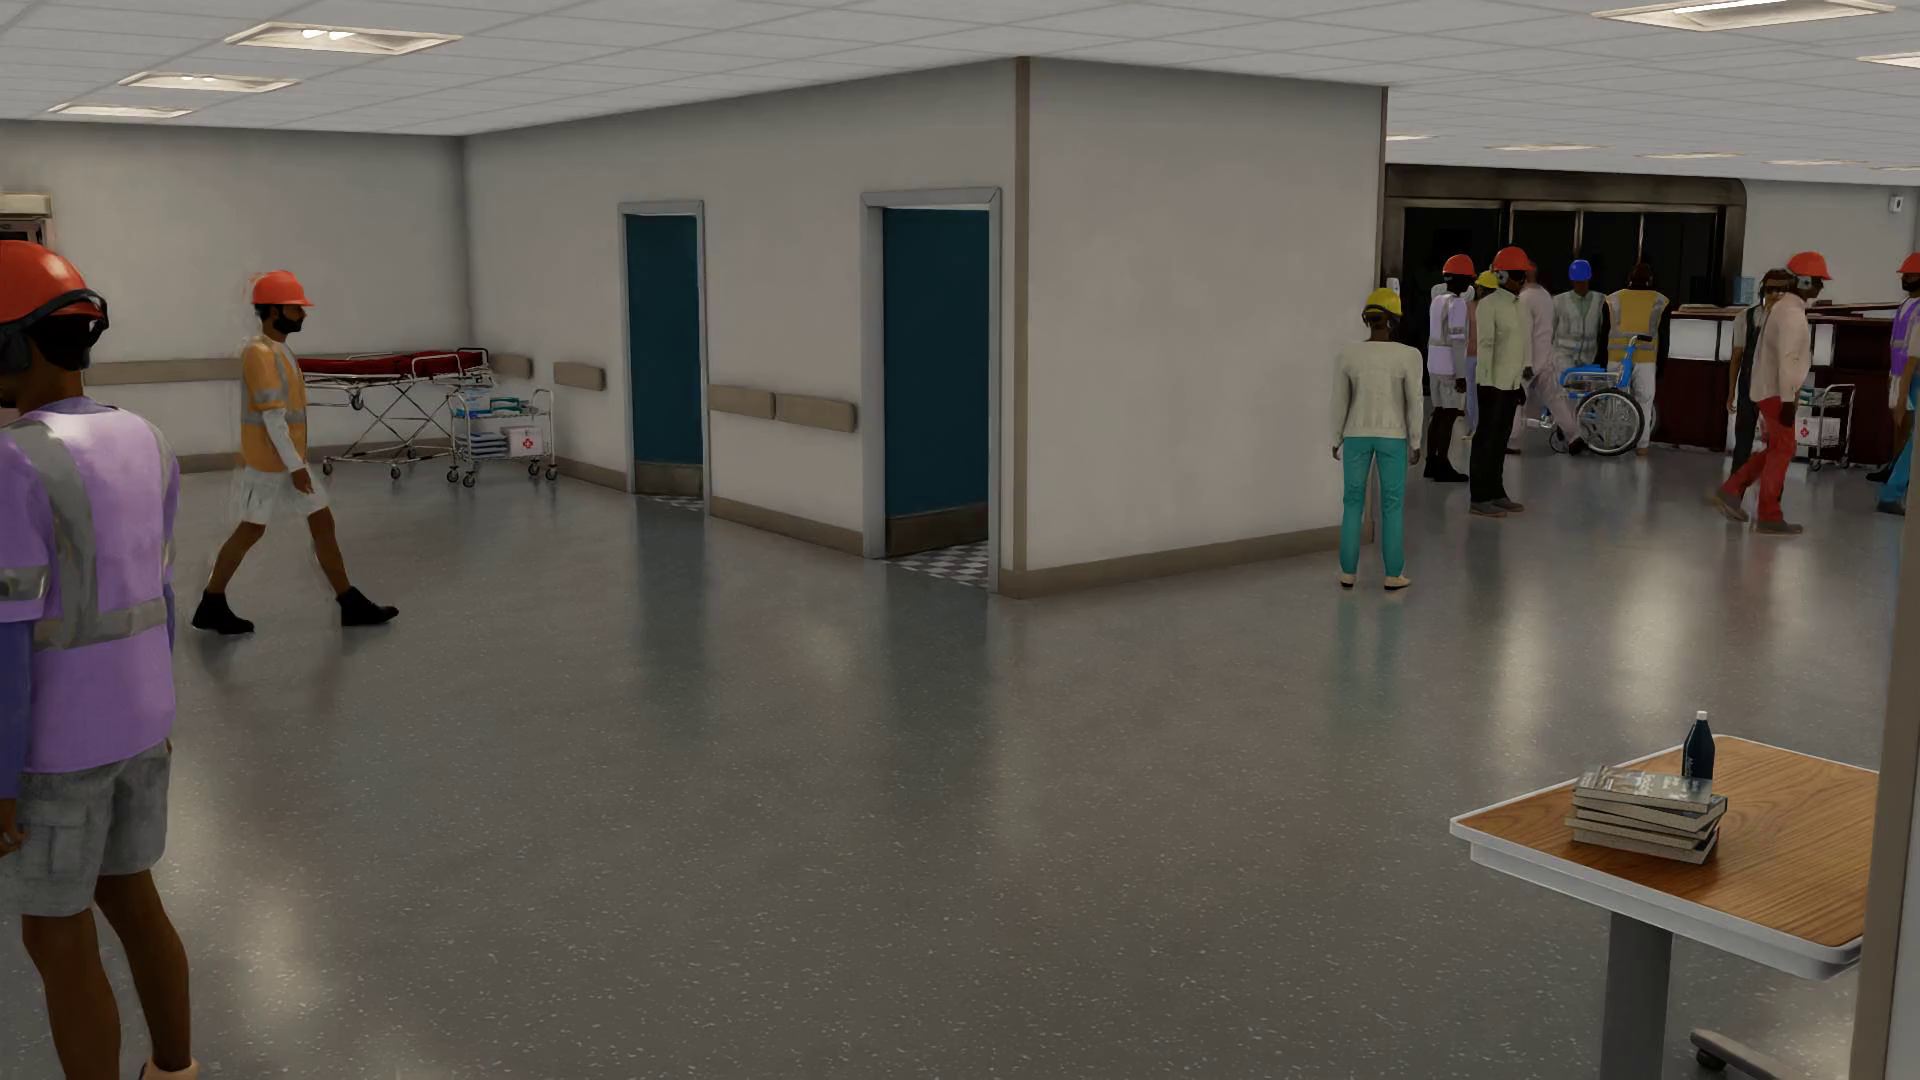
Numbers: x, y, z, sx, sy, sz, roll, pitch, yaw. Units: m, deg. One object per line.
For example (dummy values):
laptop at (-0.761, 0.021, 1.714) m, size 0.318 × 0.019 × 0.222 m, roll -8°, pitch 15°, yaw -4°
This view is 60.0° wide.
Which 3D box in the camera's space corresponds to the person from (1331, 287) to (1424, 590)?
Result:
person at (2.446, -0.591, 9.768) m, size 0.532 × 1.765 × 0.328 m, roll 4°, pitch 11°, yaw 24°

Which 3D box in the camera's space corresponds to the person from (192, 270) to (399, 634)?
person at (-3.537, -0.440, 8.609) m, size 1.012 × 1.891 × 0.549 m, roll -1°, pitch 10°, yaw -3°

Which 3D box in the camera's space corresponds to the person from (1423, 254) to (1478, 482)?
person at (4.189, -1.459, 14.183) m, size 0.389 × 1.928 × 0.550 m, roll -1°, pitch 10°, yaw -5°

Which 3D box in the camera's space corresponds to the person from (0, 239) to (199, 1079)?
person at (-1.876, 0.395, 3.507) m, size 0.410 × 2.029 × 0.619 m, roll 1°, pitch 10°, yaw 4°

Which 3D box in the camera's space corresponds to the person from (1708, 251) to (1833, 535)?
person at (5.682, -1.017, 11.576) m, size 0.580 × 1.969 × 0.665 m, roll 4°, pitch 11°, yaw 22°

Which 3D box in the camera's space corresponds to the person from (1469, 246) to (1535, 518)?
person at (4.039, -1.174, 12.386) m, size 0.378 × 1.996 × 0.610 m, roll 9°, pitch 14°, yaw 42°

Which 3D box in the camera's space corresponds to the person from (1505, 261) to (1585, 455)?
person at (5.535, -1.718, 15.812) m, size 0.865 × 1.868 × 0.667 m, roll 9°, pitch 13°, yaw 41°

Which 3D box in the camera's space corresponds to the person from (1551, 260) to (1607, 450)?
person at (6.058, -1.827, 16.451) m, size 0.638 × 1.876 × 0.923 m, roll 0°, pitch 10°, yaw -3°

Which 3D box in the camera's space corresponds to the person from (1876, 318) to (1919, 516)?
person at (7.131, -1.012, 12.049) m, size 0.583 × 1.788 × 0.977 m, roll -5°, pitch 11°, yaw -25°

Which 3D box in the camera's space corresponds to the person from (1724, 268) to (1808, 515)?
person at (6.001, -1.098, 12.408) m, size 0.506 × 1.838 × 0.342 m, roll 6°, pitch 12°, yaw 31°

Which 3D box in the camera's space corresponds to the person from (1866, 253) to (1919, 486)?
person at (7.911, -1.415, 13.887) m, size 0.351 × 1.942 × 0.545 m, roll 1°, pitch 10°, yaw 4°

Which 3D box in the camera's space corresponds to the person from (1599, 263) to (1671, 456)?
person at (6.431, -1.716, 15.887) m, size 0.623 × 1.838 × 0.430 m, roll 4°, pitch 11°, yaw 23°

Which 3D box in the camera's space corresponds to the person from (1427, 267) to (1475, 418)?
person at (5.698, -2.350, 19.326) m, size 0.521 × 1.870 × 0.319 m, roll 1°, pitch 10°, yaw 8°
